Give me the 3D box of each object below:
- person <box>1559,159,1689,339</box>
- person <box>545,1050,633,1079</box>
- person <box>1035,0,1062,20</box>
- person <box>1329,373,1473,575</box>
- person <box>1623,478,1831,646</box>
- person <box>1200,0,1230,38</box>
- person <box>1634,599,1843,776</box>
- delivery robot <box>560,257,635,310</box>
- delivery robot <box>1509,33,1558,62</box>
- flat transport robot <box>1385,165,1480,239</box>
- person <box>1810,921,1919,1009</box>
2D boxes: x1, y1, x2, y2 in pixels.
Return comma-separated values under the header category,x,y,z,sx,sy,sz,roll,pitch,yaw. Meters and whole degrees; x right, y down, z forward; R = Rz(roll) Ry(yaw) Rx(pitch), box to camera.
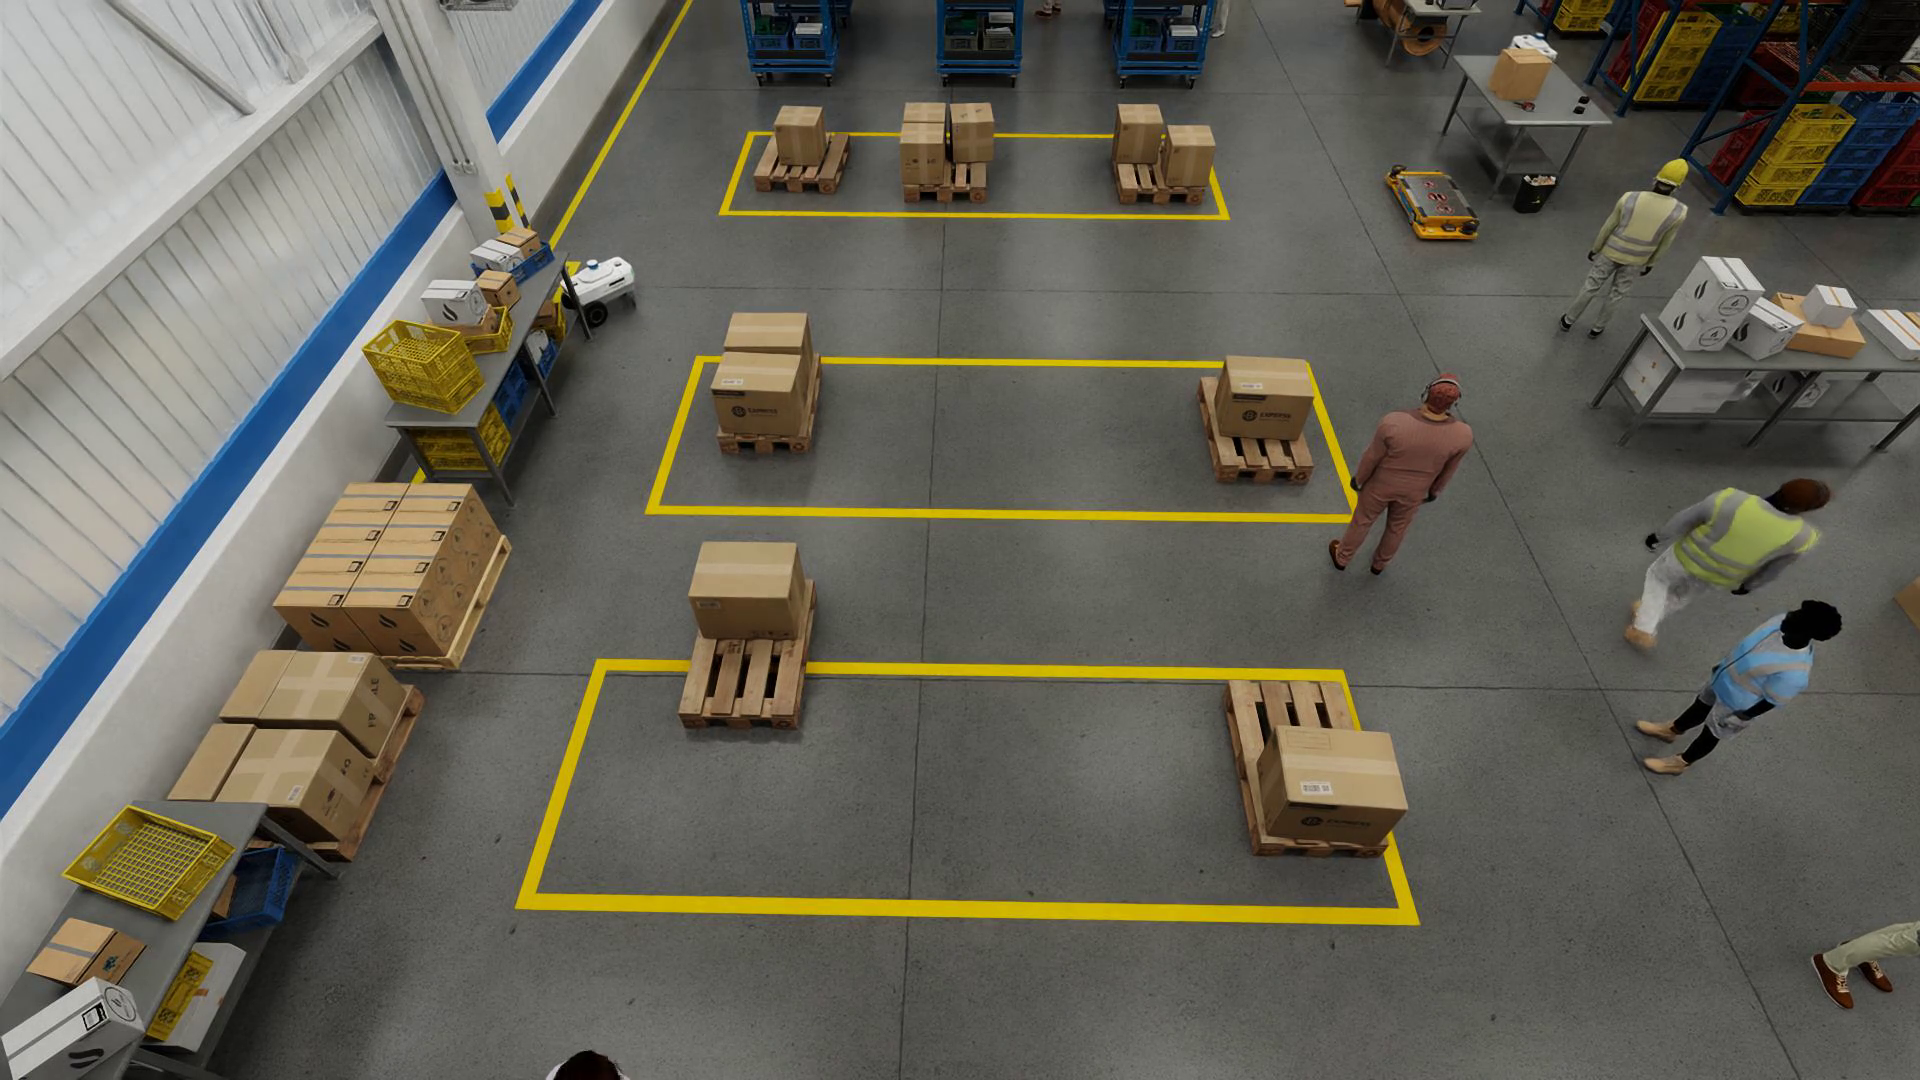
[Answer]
category,x,y,z,sx,sy,sz,roll,pitch,yaw
person,6.477,-2.803,8.915,0.588,1.833,0.404,26,54,21
person,-1.408,2.730,4.094,0.722,1.899,0.361,28,55,22
person,1.479,-9.378,14.501,0.375,1.995,0.611,36,58,27
person,3.269,-0.455,6.835,0.651,1.907,0.409,10,50,8
person,5.231,0.124,6.410,0.693,1.800,0.578,26,54,21
person,4.058,-8.685,14.139,0.314,1.632,0.518,-26,54,-21
person,4.877,0.947,5.760,0.319,1.698,0.549,15,51,13
delivery robot,-3.786,-2.701,9.607,0.477,0.478,0.707,36,58,27
delivery robot,8.430,-7.185,13.488,0.477,0.478,0.707,-8,50,-7
flat transport robot,5.692,-4.094,11.059,0.652,0.197,1.431,1,49,1
person,5.287,1.982,4.757,0.533,1.858,0.310,-12,50,-10
